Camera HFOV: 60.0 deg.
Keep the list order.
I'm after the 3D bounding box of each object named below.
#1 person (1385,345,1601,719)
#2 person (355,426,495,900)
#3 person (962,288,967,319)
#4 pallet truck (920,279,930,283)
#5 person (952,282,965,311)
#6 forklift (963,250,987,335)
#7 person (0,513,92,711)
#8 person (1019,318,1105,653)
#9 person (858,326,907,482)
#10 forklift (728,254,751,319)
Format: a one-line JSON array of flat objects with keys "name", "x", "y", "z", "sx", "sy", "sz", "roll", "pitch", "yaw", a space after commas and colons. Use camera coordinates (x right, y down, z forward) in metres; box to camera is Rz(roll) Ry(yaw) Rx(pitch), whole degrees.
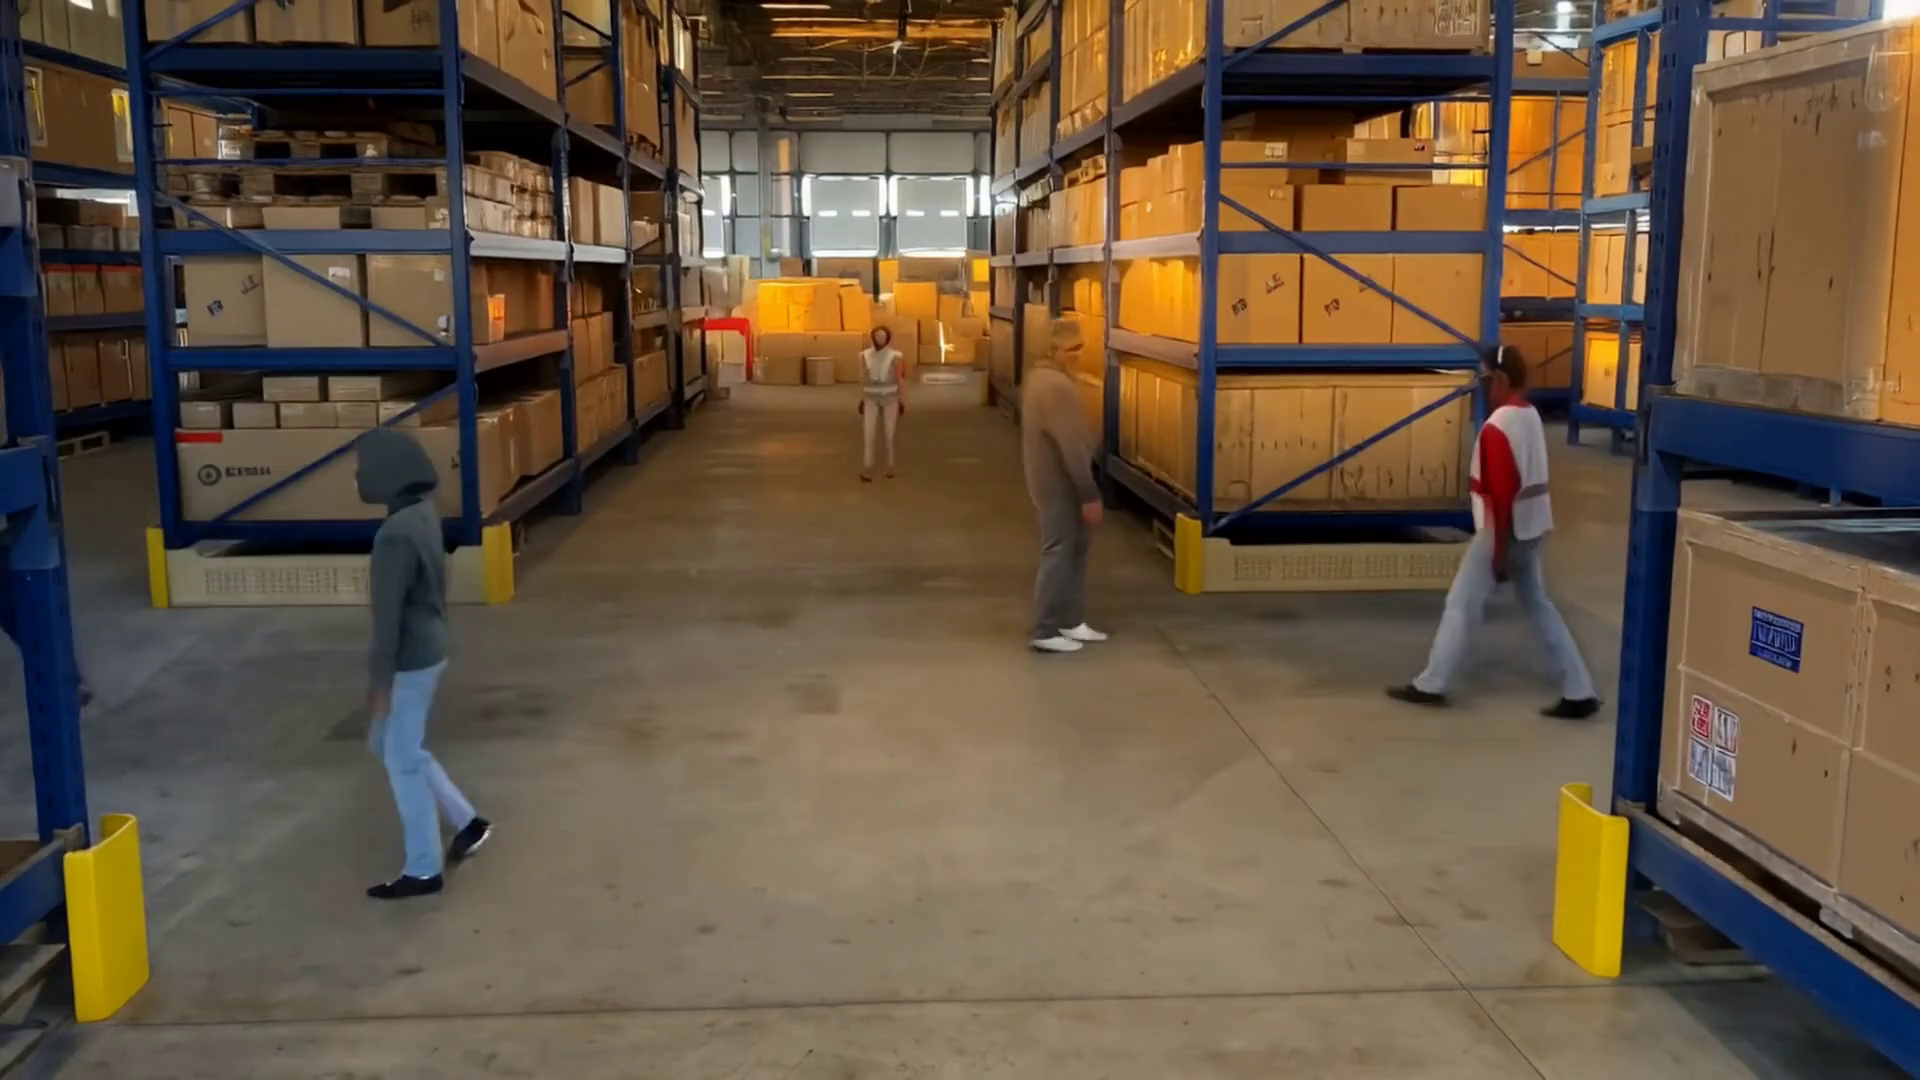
[{"name": "person", "x": 2.615, "y": -0.033, "z": 7.959, "sx": 1.007, "sy": 1.795, "sz": 0.581, "roll": 7, "pitch": 11, "yaw": 37}, {"name": "person", "x": -1.875, "y": 0.421, "z": 5.622, "sx": 0.364, "sy": 1.617, "sz": 0.518, "roll": -1, "pitch": 9, "yaw": -4}, {"name": "person", "x": 0.313, "y": -9.201, "z": 66.055, "sx": 0.719, "sy": 1.613, "sz": 0.522, "roll": -9, "pitch": 12, "yaw": -43}, {"name": "pallet truck", "x": -0.932, "y": -8.922, "z": 63.114, "sx": 1.885, "sy": 1.965, "sz": 0.823, "roll": 2, "pitch": 9, "yaw": 13}, {"name": "person", "x": -0.120, "y": -8.448, "z": 60.537, "sx": 0.465, "sy": 1.866, "sz": 0.585, "roll": -7, "pitch": 11, "yaw": -37}, {"name": "forklift", "x": 0.693, "y": -6.956, "z": 48.005, "sx": 1.129, "sy": 2.768, "sz": 1.873, "roll": -1, "pitch": 9, "yaw": -7}, {"name": "person", "x": -4.547, "y": -0.030, "z": 7.671, "sx": 0.950, "sy": 1.884, "sz": 0.589, "roll": 2, "pitch": 9, "yaw": 9}, {"name": "person", "x": 0.664, "y": -0.298, "z": 9.321, "sx": 0.628, "sy": 1.874, "sz": 0.674, "roll": -2, "pitch": 9, "yaw": -15}, {"name": "person", "x": -0.804, "y": -1.384, "z": 17.025, "sx": 0.537, "sy": 1.594, "sz": 0.834, "roll": 1, "pitch": 9, "yaw": 9}, {"name": "forklift", "x": -7.609, "y": -8.483, "z": 57.593, "sx": 1.873, "sy": 2.768, "sz": 1.129, "roll": 5, "pitch": 10, "yaw": 27}]
